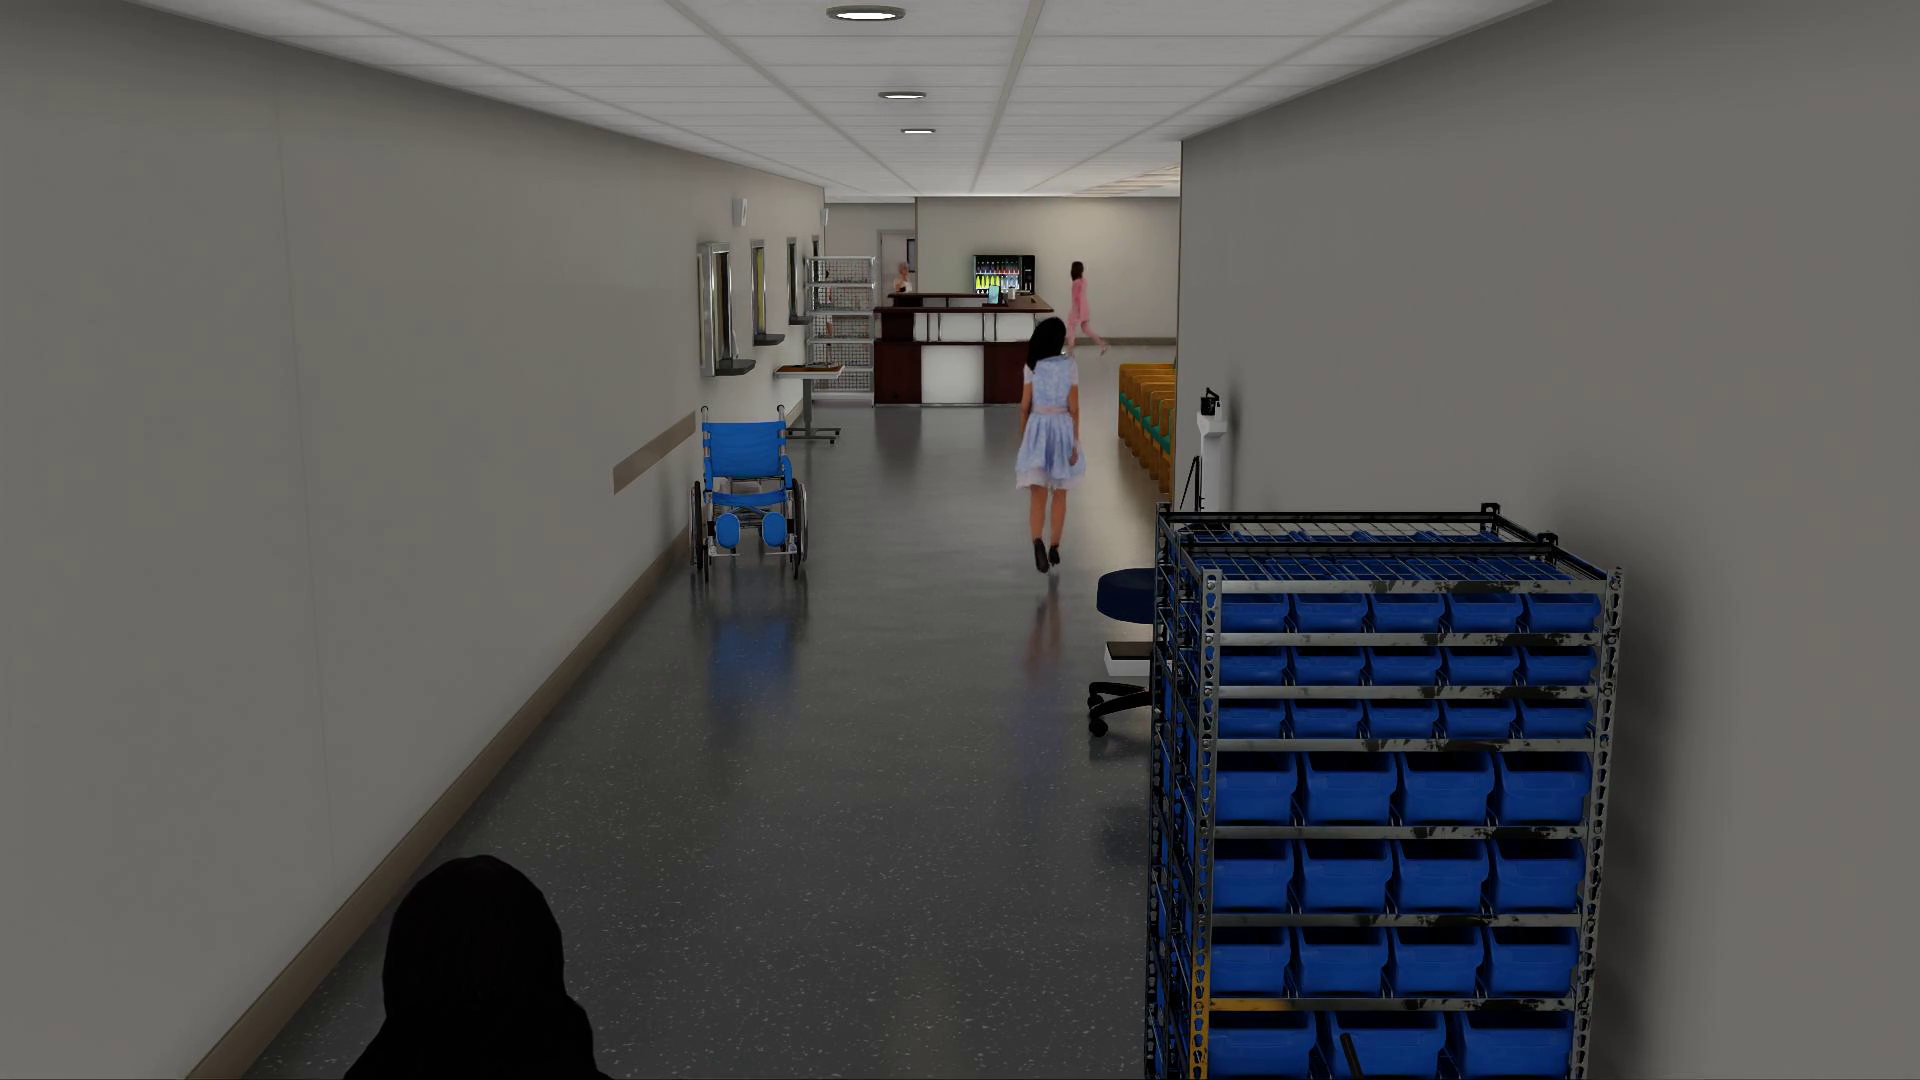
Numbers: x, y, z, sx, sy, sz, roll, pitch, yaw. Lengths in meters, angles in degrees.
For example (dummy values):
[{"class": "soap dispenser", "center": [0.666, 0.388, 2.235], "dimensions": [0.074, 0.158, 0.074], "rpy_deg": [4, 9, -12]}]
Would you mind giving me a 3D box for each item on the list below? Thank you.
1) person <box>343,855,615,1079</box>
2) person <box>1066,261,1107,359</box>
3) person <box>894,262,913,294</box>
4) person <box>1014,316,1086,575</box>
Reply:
[{"class": "person", "center": [-0.625, 1.223, 2.276], "dimensions": [0.577, 1.614, 0.704], "rpy_deg": [1, 11, 5]}, {"class": "person", "center": [2.248, -4.098, 29.910], "dimensions": [1.194, 1.766, 1.013], "rpy_deg": [7, 13, 34]}, {"class": "person", "center": [-1.179, -4.344, 31.365], "dimensions": [1.188, 1.707, 1.051], "rpy_deg": [8, 13, 36]}, {"class": "person", "center": [0.609, -0.603, 11.442], "dimensions": [1.130, 1.786, 0.805], "rpy_deg": [1, 11, 7]}]
